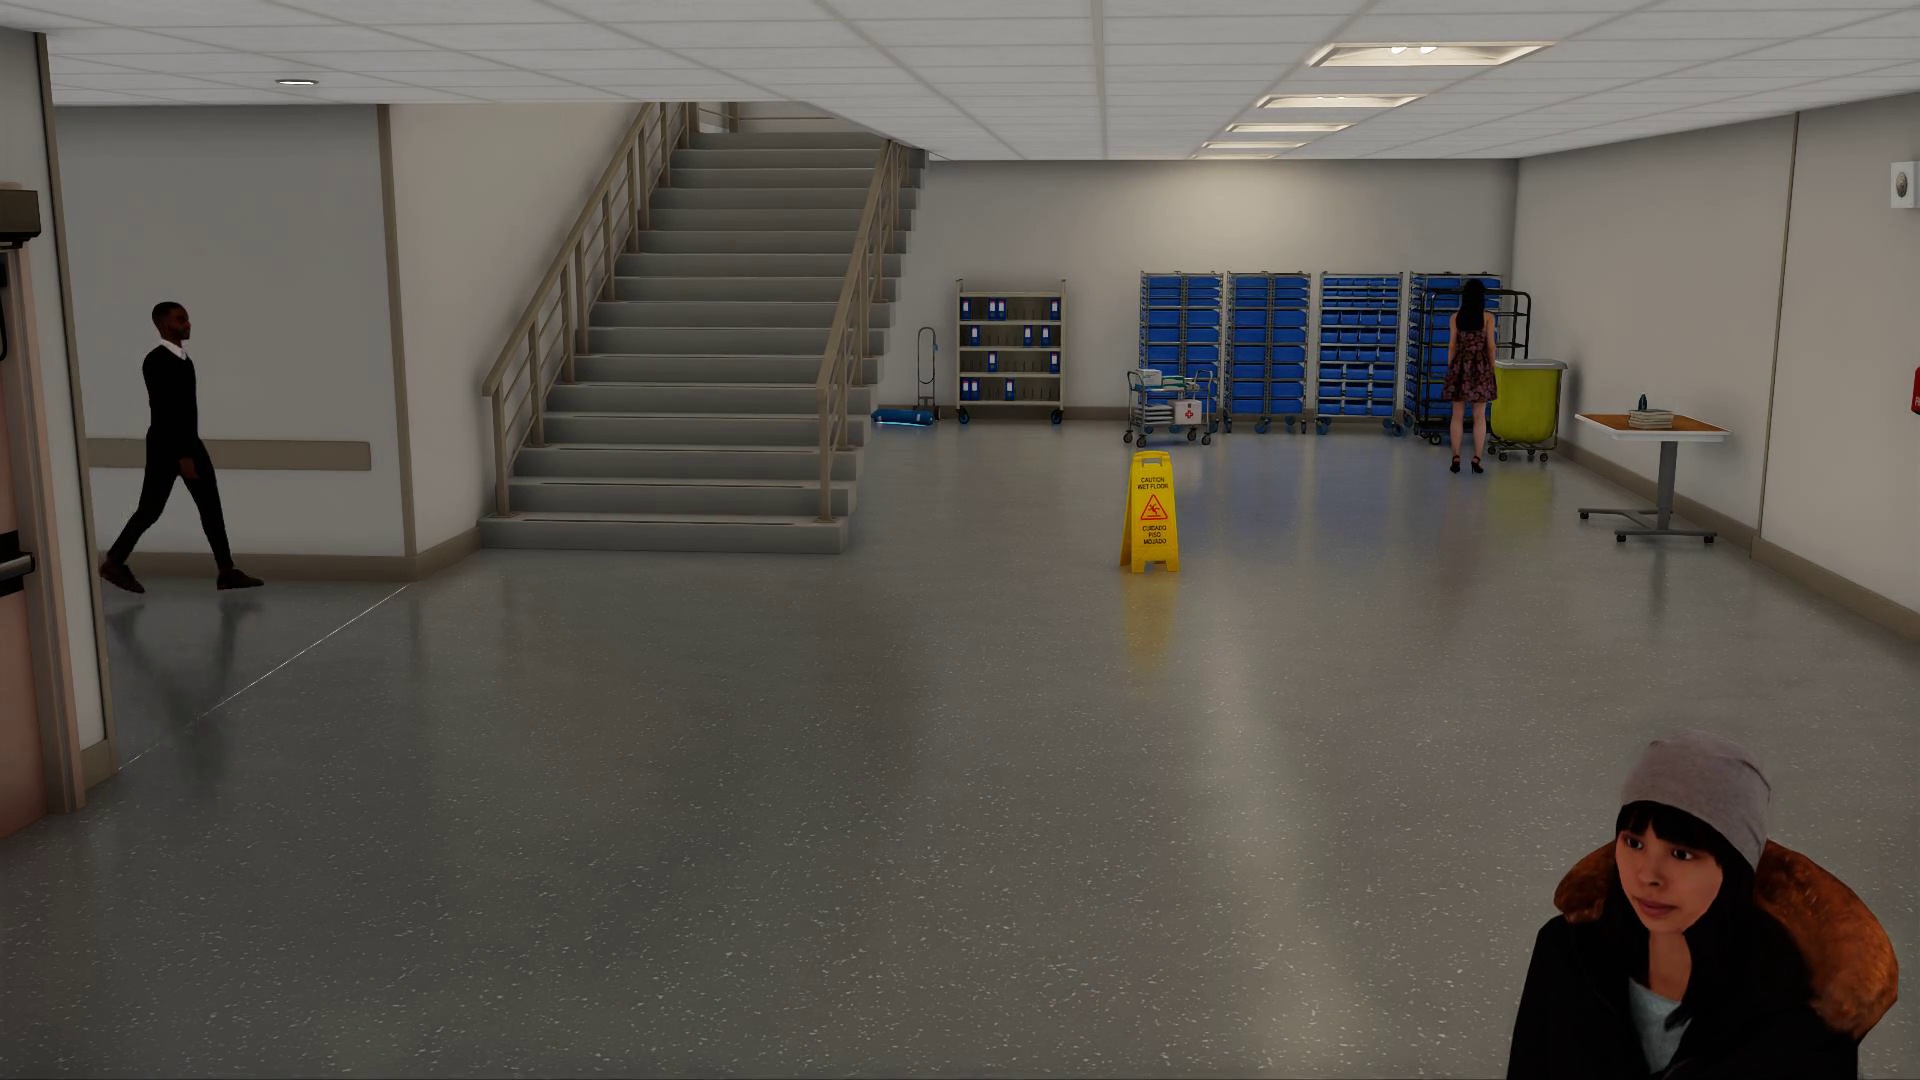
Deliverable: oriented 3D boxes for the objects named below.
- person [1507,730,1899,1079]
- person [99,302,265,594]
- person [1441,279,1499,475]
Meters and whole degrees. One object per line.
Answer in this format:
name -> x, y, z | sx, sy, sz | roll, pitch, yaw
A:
person -> 0.937, 1.042, 2.238 | 0.741, 1.634, 0.774 | 9, 14, 38
person -> -4.887, -0.523, 10.114 | 0.739, 1.771, 1.158 | 1, 11, 3
person -> 4.673, -1.496, 15.228 | 0.750, 1.776, 0.771 | 5, 12, 23
